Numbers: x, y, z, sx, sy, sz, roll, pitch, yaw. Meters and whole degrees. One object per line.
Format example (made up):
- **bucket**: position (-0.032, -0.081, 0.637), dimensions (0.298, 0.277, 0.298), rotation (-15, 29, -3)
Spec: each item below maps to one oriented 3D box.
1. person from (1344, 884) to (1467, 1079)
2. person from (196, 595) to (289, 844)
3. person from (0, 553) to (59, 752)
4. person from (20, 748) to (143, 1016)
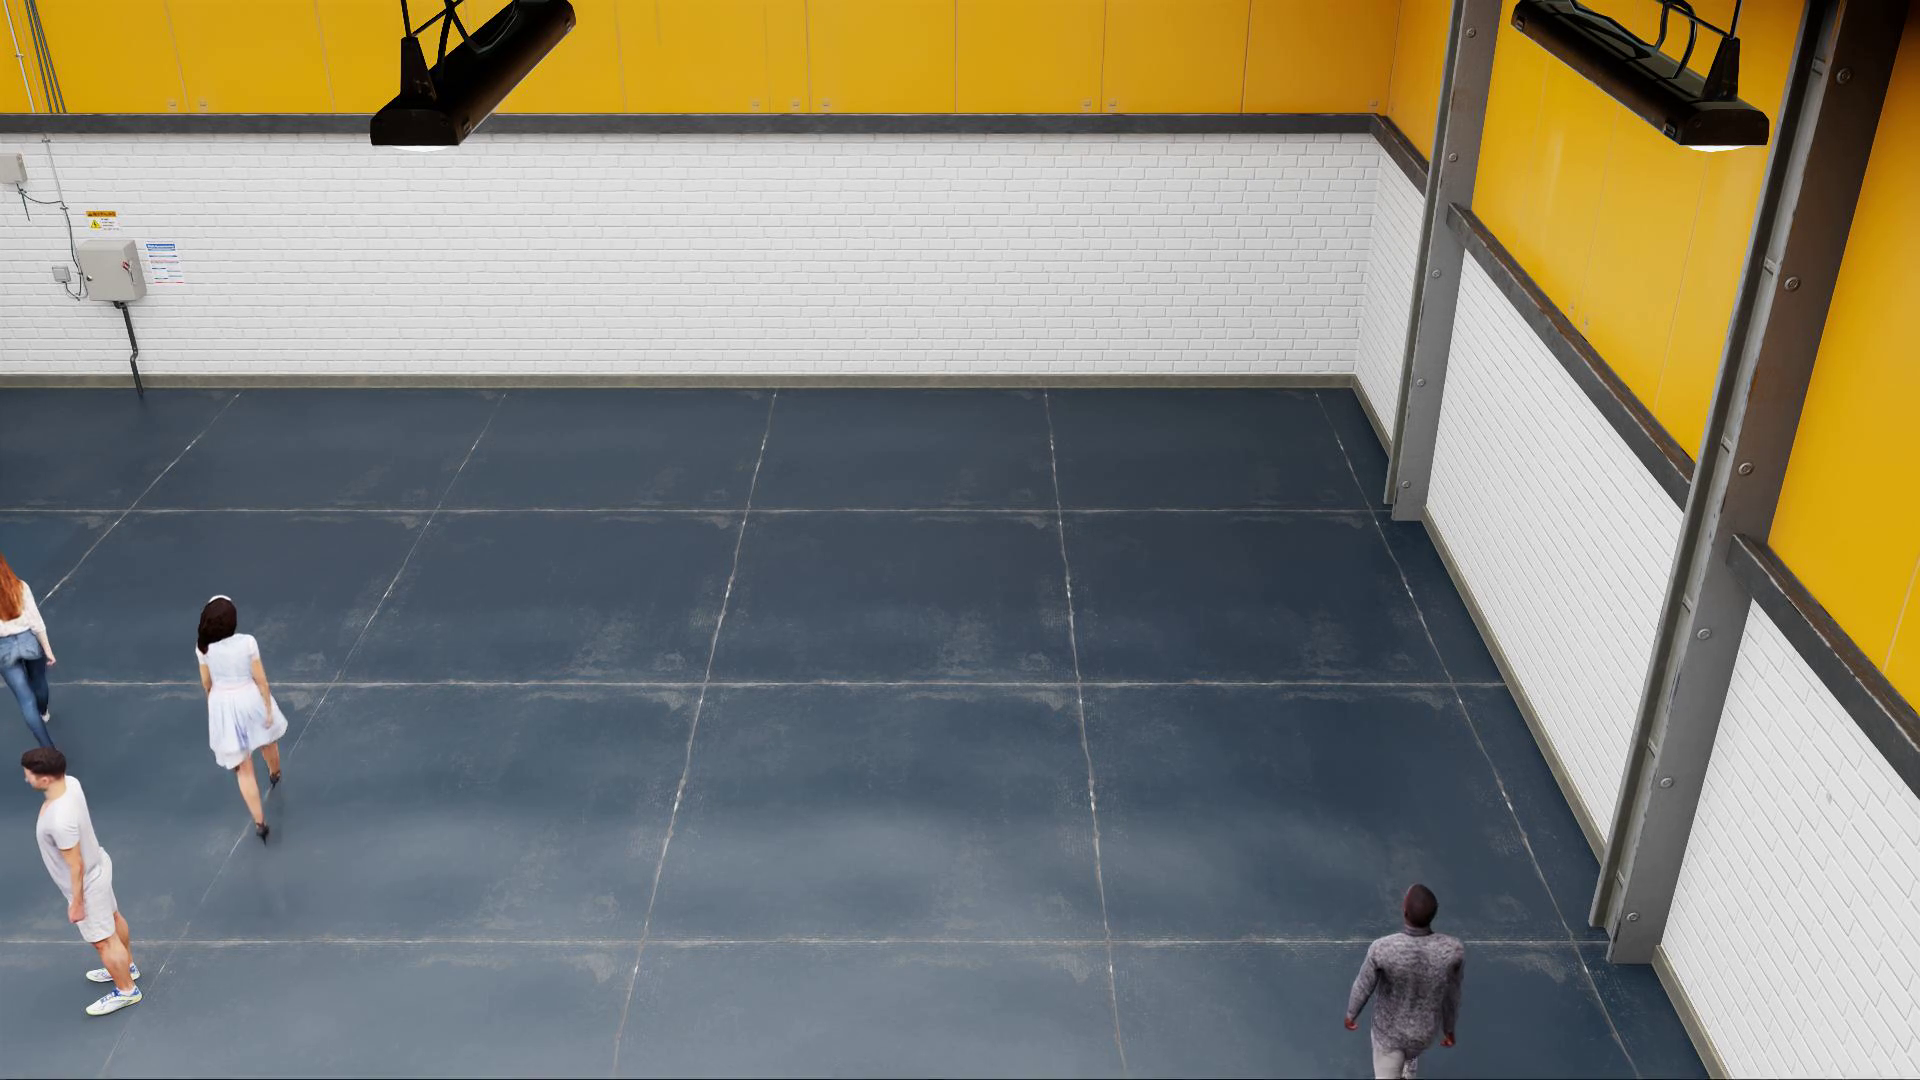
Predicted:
- **person**: position (2.362, 2.627, 8.743), dimensions (0.736, 1.825, 0.685), rotation (-2, 29, -4)
- **person**: position (-4.876, 1.262, 11.296), dimensions (0.881, 1.777, 1.158), rotation (-10, 30, -18)
- **person**: position (-6.850, 0.864, 12.126), dimensions (1.033, 1.682, 1.196), rotation (-19, 34, -31)
- **person**: position (-5.199, 1.993, 9.882), dimensions (0.820, 1.848, 0.661), rotation (-11, 31, -20)
